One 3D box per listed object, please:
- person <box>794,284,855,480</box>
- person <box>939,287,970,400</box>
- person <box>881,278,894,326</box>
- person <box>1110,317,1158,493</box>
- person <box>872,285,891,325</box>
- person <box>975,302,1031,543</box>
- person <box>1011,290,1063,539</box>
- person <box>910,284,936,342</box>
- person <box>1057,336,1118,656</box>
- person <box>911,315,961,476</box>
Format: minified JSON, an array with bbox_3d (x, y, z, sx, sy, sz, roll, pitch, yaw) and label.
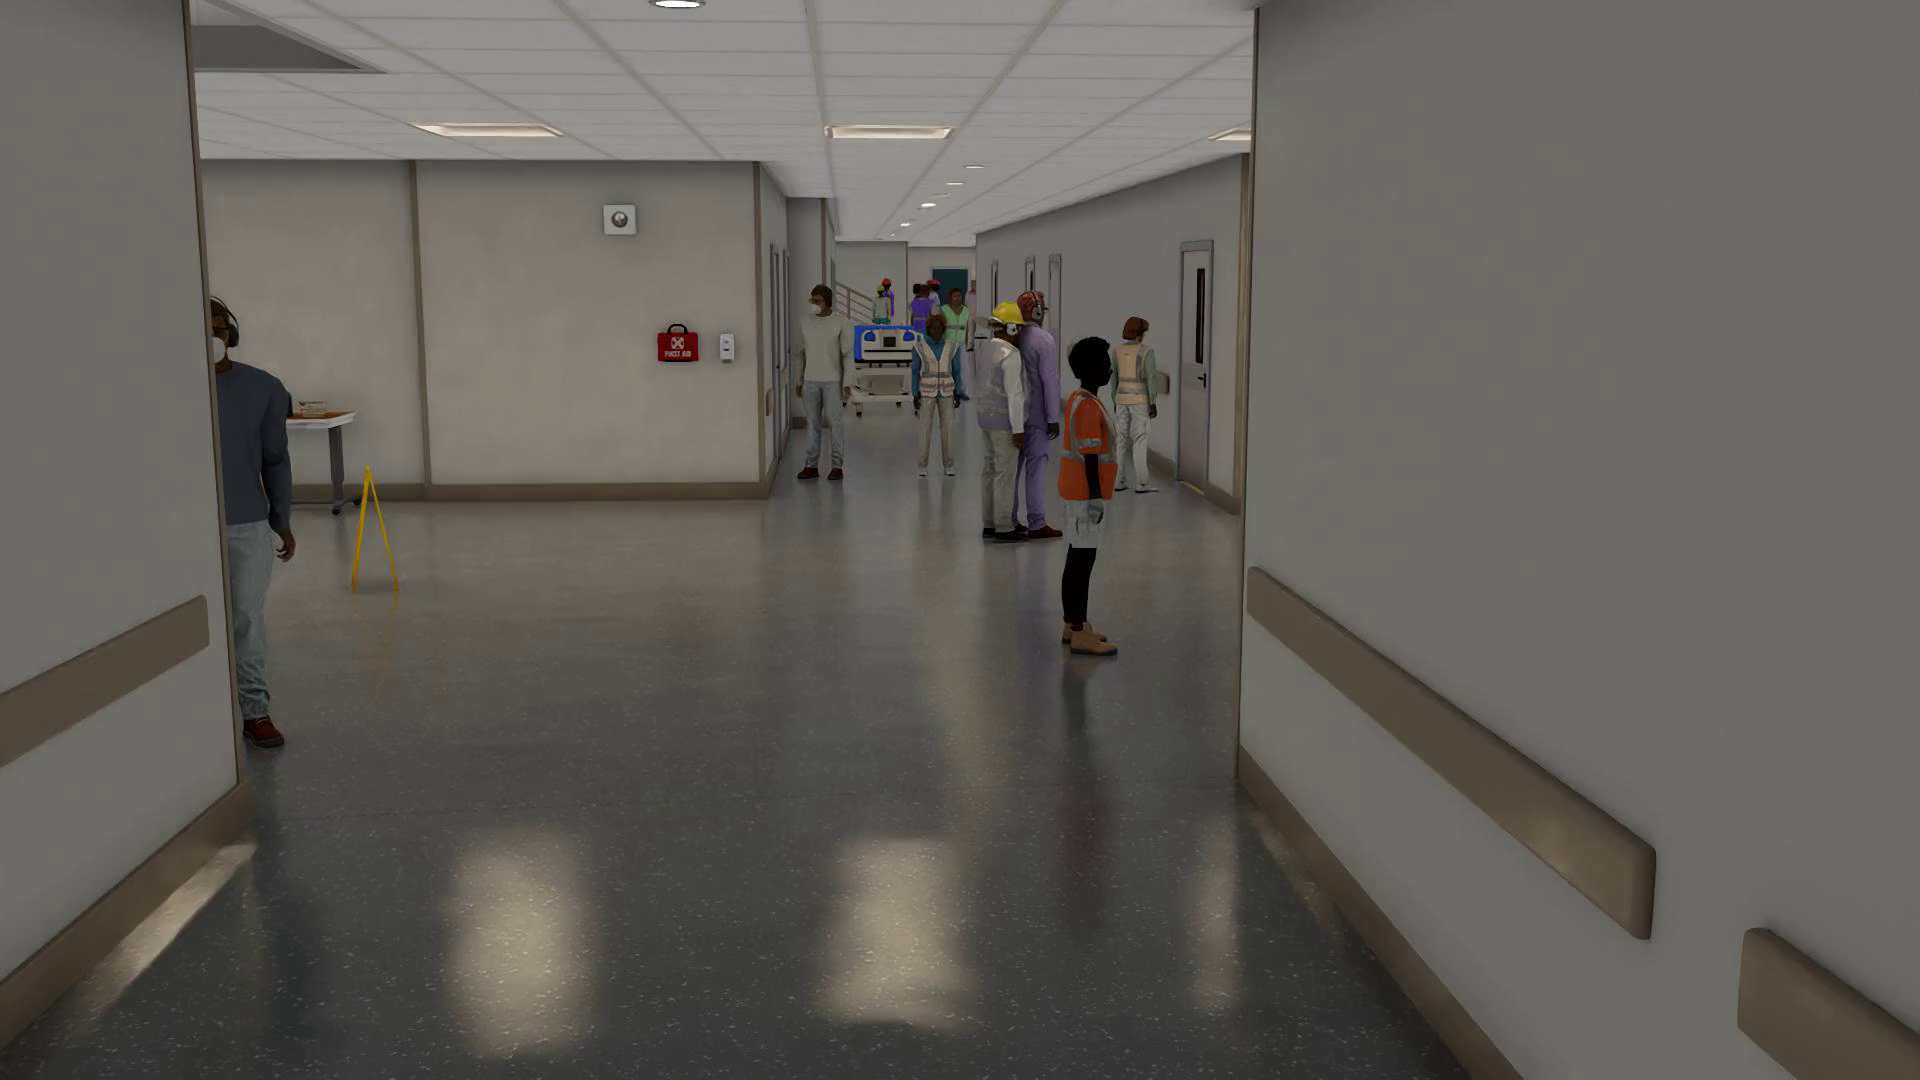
[{"bbox_3d":[-1.349,-1.557,16.474,0.627,1.935,0.371,3,10,20],"label":"person"},{"bbox_3d":[-0.067,-3.165,26.904,0.575,1.822,0.577,-4,10,-24],"label":"person"},{"bbox_3d":[-1.969,-6.100,44.970,0.362,1.939,0.542,2,9,14],"label":"person"},{"bbox_3d":[1.621,-1.258,15.516,0.514,1.639,0.310,9,12,43],"label":"person"},{"bbox_3d":[-2.110,-5.942,44.521,0.526,1.769,0.328,2,9,15],"label":"person"},{"bbox_3d":[0.330,-0.887,12.623,0.403,1.822,0.599,-4,10,-23],"label":"person"},{"bbox_3d":[0.540,-0.969,12.862,0.402,1.906,0.651,-8,12,-43],"label":"person"},{"bbox_3d":[-0.716,-4.101,32.731,0.571,1.840,0.373,5,10,28],"label":"person"},{"bbox_3d":[0.687,-0.238,8.927,0.320,1.697,0.531,-1,9,-3],"label":"person"},{"bbox_3d":[-0.242,-1.452,16.768,0.509,1.629,0.314,-2,9,-11],"label":"person"}]
